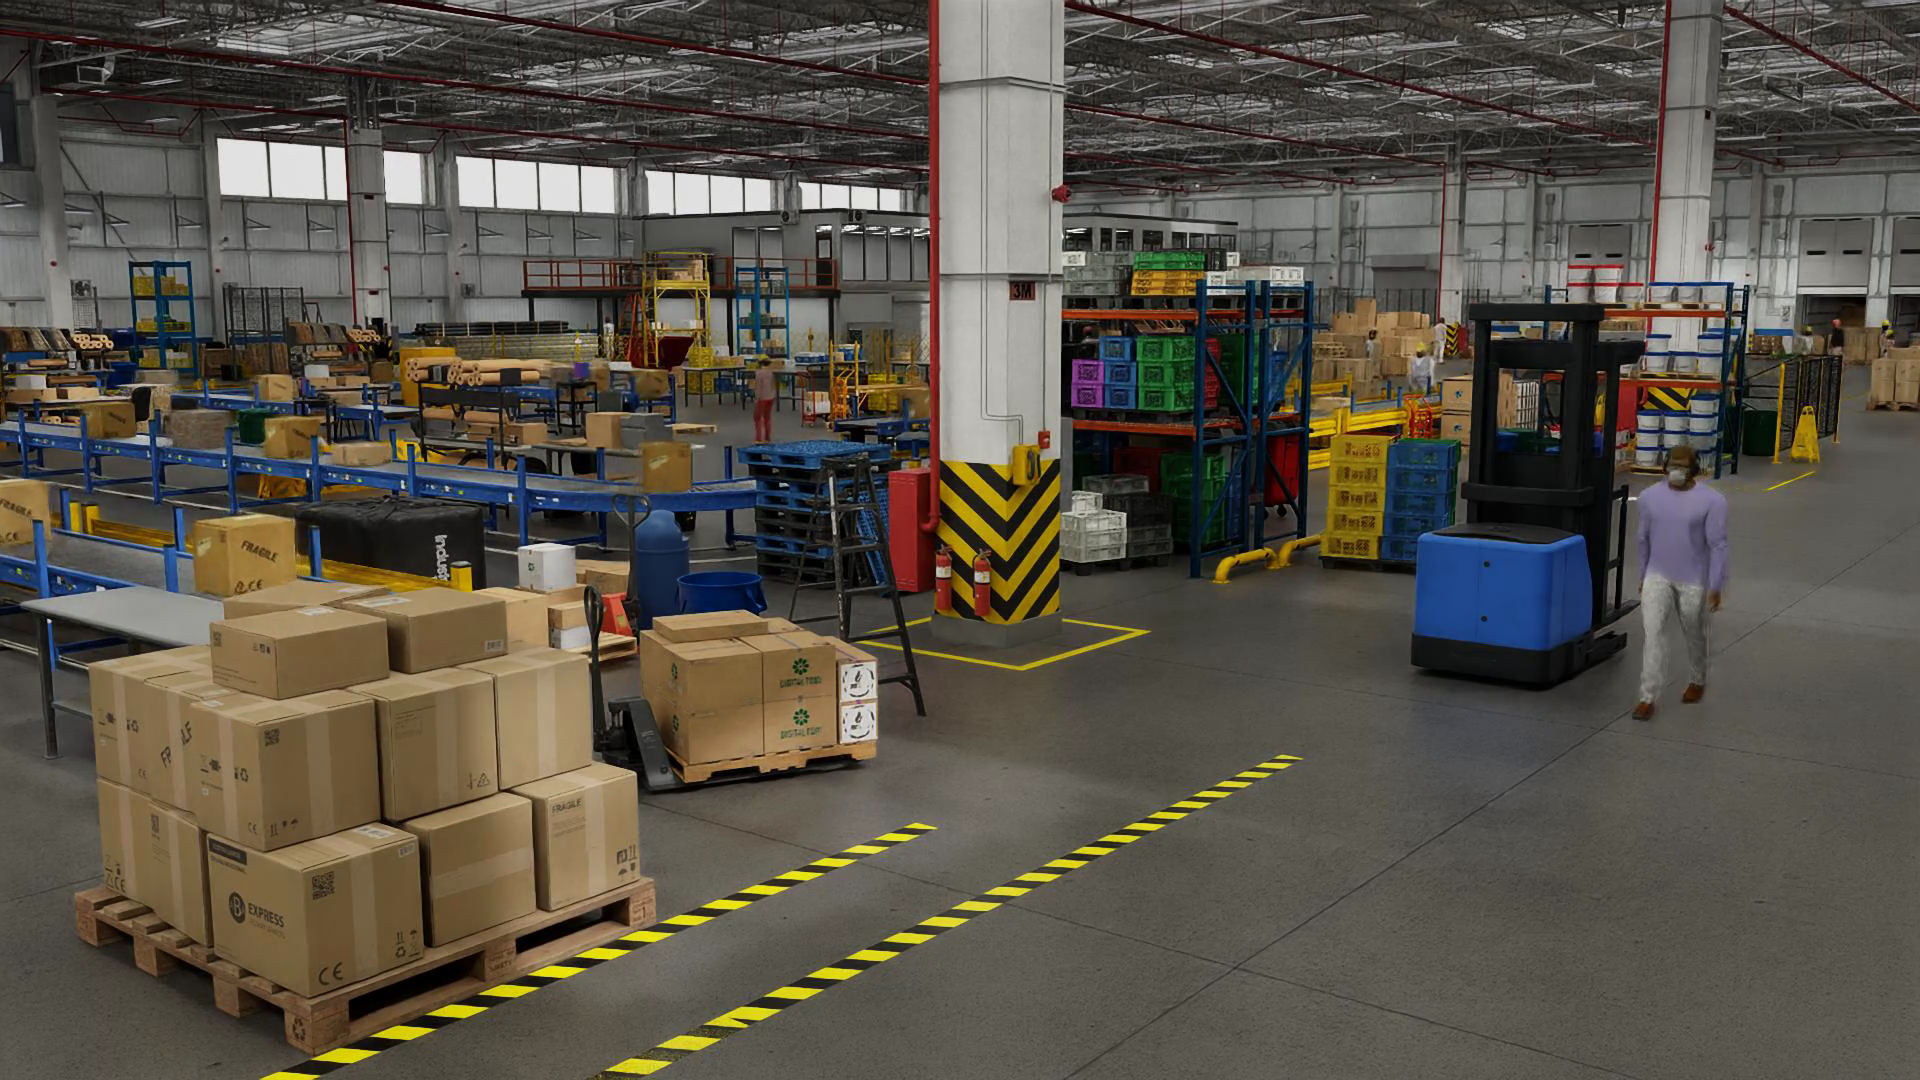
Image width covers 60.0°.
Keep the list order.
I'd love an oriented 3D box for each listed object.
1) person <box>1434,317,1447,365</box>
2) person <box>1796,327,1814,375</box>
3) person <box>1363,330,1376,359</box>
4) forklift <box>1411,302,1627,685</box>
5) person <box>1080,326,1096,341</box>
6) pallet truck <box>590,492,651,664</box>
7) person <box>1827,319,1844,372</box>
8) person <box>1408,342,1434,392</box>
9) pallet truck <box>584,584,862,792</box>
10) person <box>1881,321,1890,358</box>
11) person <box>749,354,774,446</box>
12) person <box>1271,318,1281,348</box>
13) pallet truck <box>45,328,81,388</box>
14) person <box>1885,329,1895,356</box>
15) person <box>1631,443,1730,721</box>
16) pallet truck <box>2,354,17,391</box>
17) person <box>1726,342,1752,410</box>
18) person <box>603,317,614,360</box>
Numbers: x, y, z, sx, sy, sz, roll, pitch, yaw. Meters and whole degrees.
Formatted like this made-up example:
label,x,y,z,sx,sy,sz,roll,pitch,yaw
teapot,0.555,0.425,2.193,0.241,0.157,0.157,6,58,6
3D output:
label,x,y,z,sx,sy,sz,roll,pitch,yaw
person,19.529,-8.085,67.614,0.379,1.931,0.625,-5,10,-29
person,29.999,-6.688,58.950,0.501,1.698,0.890,-3,9,-17
person,12.002,-5.251,48.831,0.434,1.848,0.603,2,9,15
forklift,4.379,-0.438,12.852,1.129,2.768,1.873,7,11,37
person,3.592,-4.898,45.834,0.614,2.021,0.879,-5,10,-32
pallet truck,-3.115,0.344,12.883,0.653,1.274,1.630,7,11,37
person,31.804,-7.050,60.513,0.906,1.955,0.627,0,8,-1
person,10.309,-3.522,37.197,0.612,1.819,0.517,7,11,41
pallet truck,-1.426,0.805,10.019,1.601,1.201,0.680,-4,9,-26
person,33.078,-6.879,59.475,0.382,1.923,0.593,4,9,24
person,-3.742,-2.659,31.591,0.359,1.758,0.547,6,10,34
person,13.867,-8.832,72.920,0.429,1.845,0.621,2,9,15
pallet truck,-23.775,-4.544,43.495,1.885,1.965,0.823,6,10,35
person,29.774,-5.846,53.112,0.538,1.753,0.532,4,9,23
person,4.983,0.263,11.501,0.644,1.889,1.056,7,11,39
pallet truck,-24.881,-4.417,42.634,1.885,1.965,0.823,8,11,41
person,17.545,-3.543,37.323,0.545,1.819,0.945,-6,11,-37
person,-15.200,-8.706,71.930,0.355,1.885,0.575,6,10,35
